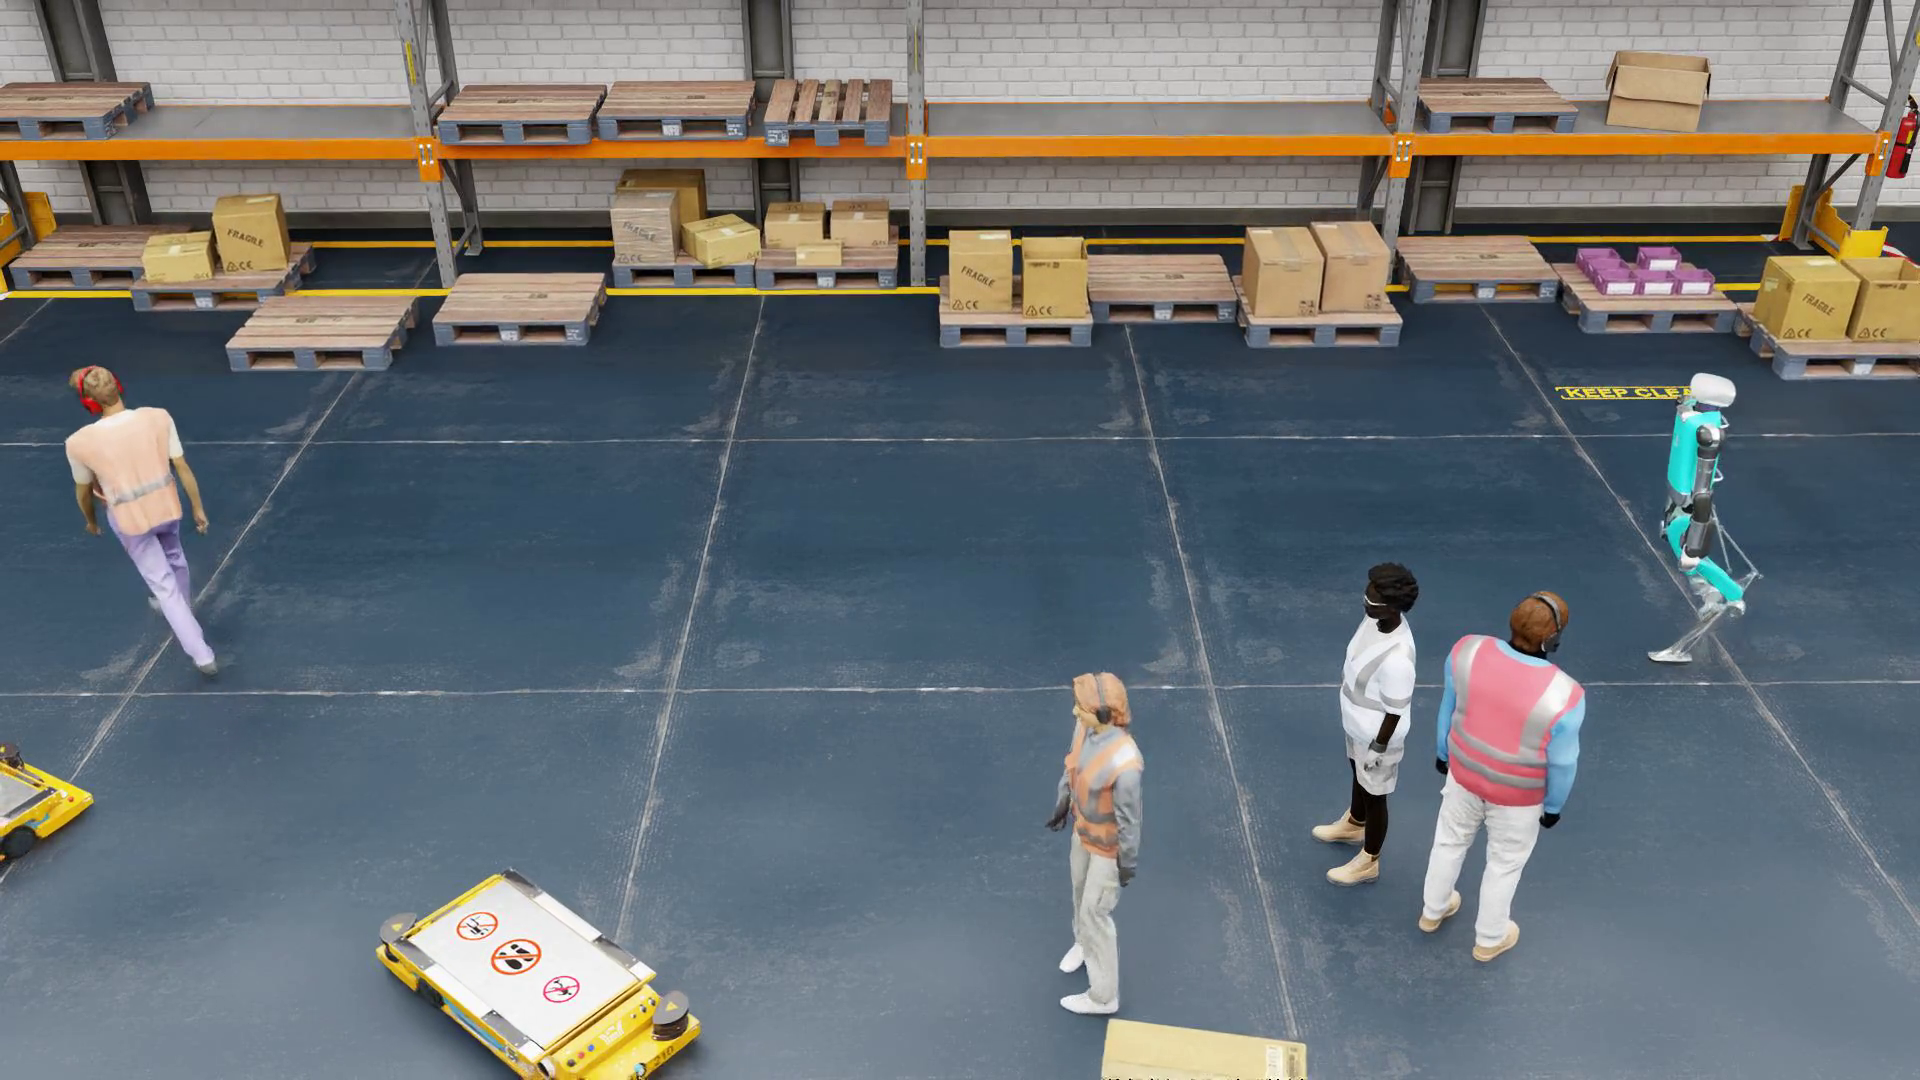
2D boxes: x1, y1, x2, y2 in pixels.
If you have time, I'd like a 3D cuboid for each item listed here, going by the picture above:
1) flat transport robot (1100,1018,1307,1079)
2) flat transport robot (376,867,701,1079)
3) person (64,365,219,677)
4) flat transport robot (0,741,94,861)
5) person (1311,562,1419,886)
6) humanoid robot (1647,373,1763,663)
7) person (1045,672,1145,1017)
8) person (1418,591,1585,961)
[{"bbox_3d":[0.837,2.752,5.830,1.431,0.231,0.659,5,31,8],"label":"flat transport robot"},{"bbox_3d":[-1.853,1.921,7.213,1.431,0.231,0.659,24,38,34],"label":"flat transport robot"},{"bbox_3d":[-4.486,-0.122,9.142,0.938,1.790,0.560,21,37,31],"label":"person"},{"bbox_3d":[-4.975,1.500,7.914,0.659,0.231,1.431,16,34,24],"label":"flat transport robot"},{"bbox_3d":[1.885,0.836,7.631,0.319,1.697,0.531,0,31,-1],"label":"person"},{"bbox_3d":[4.152,-0.002,9.100,0.747,1.903,0.548,3,31,5],"label":"humanoid robot"},{"bbox_3d":[0.585,1.250,7.008,0.370,1.620,0.524,-8,32,-13],"label":"person"},{"bbox_3d":[2.342,1.018,7.204,0.431,1.836,0.629,-27,40,-37],"label":"person"}]
